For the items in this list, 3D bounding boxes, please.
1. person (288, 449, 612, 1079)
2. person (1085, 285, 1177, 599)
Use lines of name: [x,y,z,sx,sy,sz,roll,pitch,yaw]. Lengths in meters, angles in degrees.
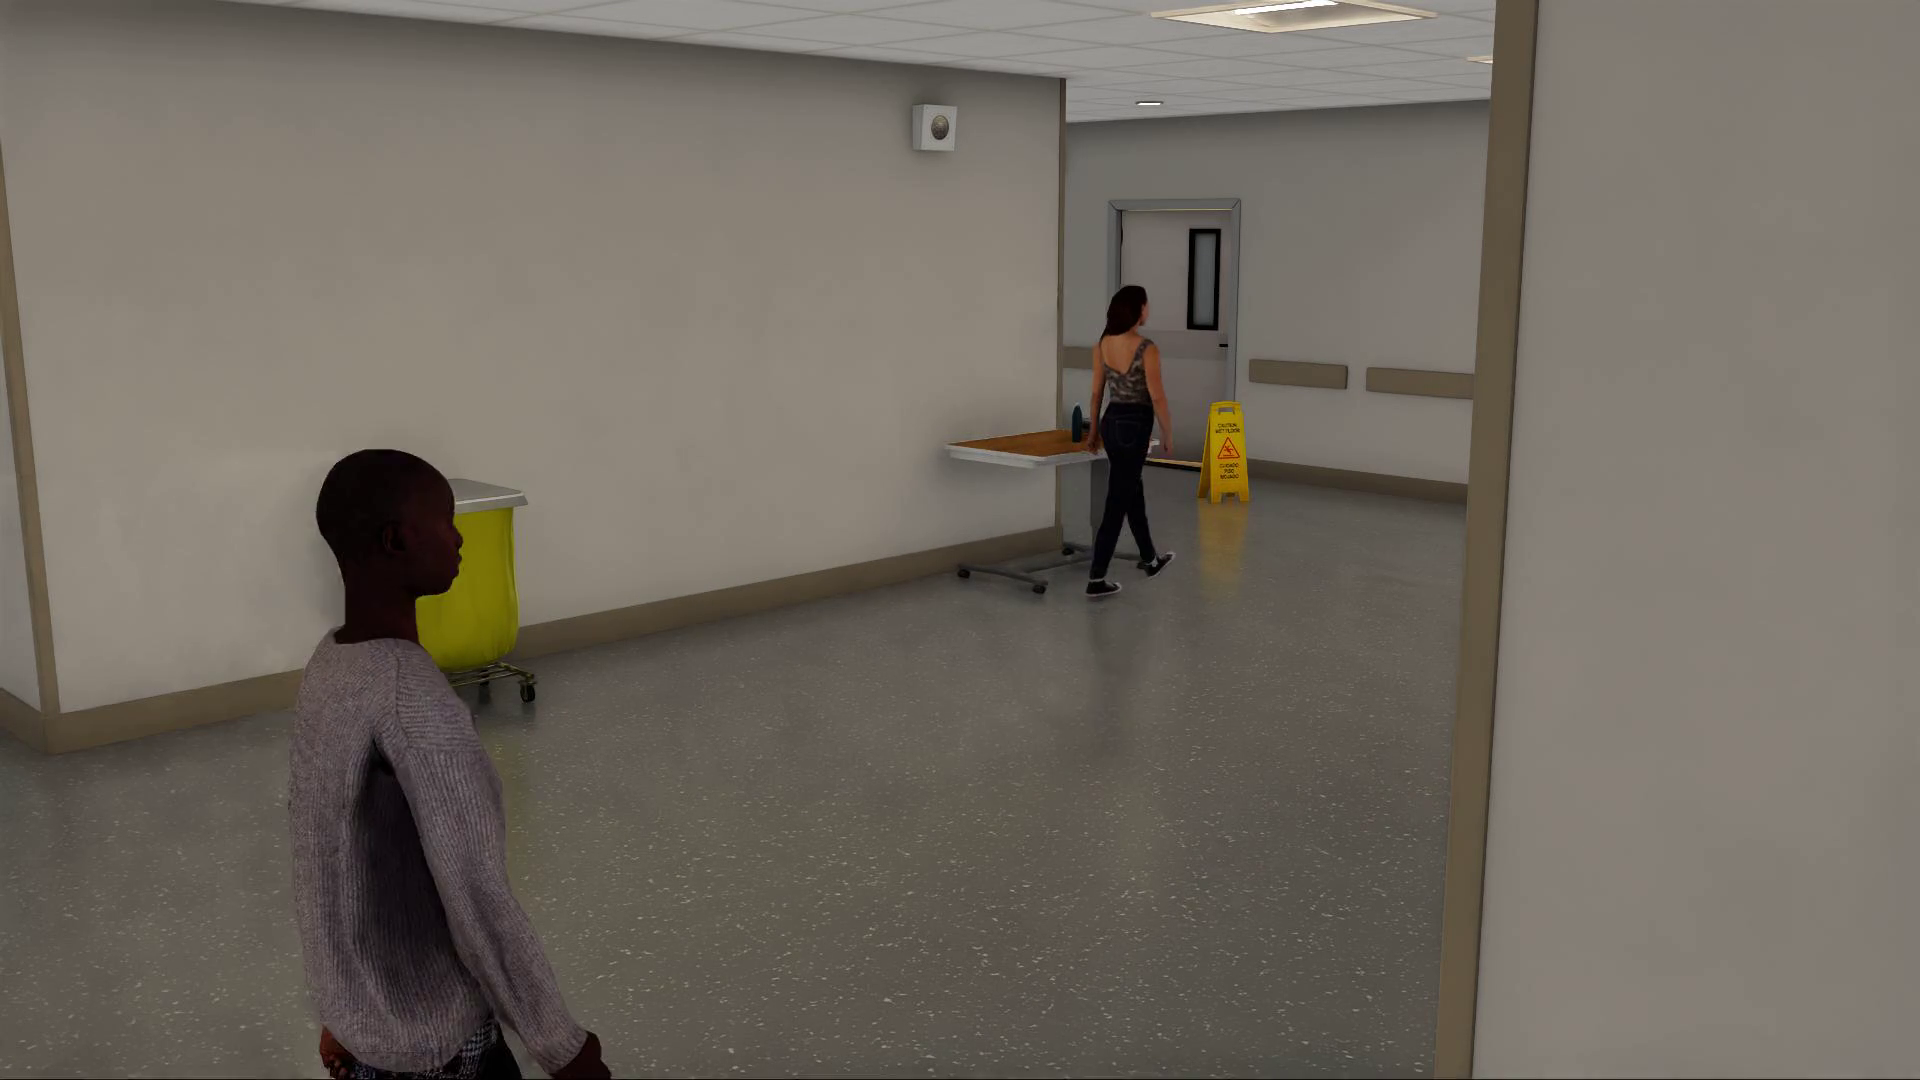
person: [-0.928,0.774,2.519,0.871,1.725,1.166,-7,13,-32]
person: [0.867,-0.523,9.327,0.701,1.736,0.982,-10,15,-42]
